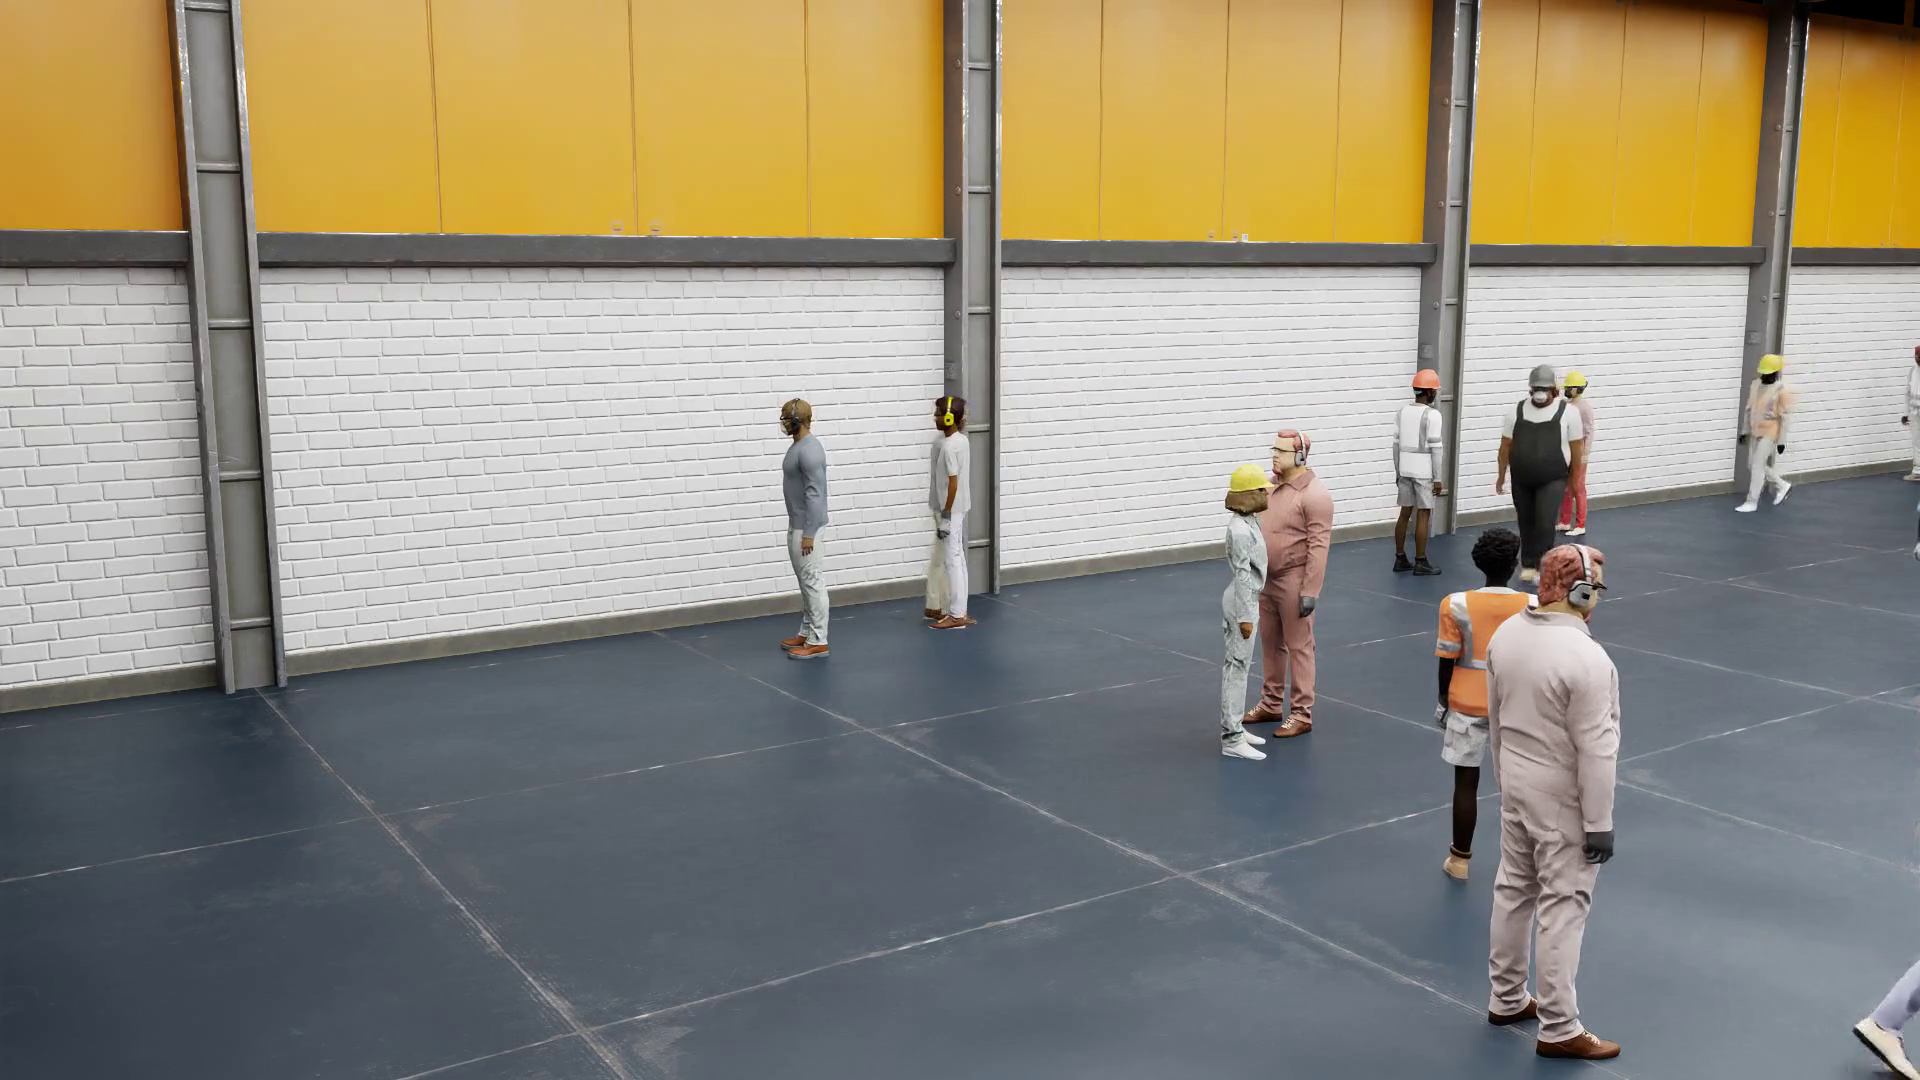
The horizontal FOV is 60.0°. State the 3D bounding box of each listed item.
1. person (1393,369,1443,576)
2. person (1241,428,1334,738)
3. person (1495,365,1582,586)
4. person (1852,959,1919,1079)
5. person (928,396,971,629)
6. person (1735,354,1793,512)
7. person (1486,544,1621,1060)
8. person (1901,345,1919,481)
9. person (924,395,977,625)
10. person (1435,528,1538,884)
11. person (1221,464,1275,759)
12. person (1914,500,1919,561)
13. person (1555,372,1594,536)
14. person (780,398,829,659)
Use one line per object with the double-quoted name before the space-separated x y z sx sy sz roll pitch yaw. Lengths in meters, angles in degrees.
"person" 4.333 -0.637 15.654 0.375 1.935 0.551 -6 11 -31
"person" 2.009 0.259 10.334 0.411 1.913 0.643 -5 10 -26
"person" 5.222 -0.600 15.125 0.700 2.000 0.761 6 11 34
"person" 3.673 1.105 5.846 0.843 1.712 0.560 0 9 0
"person" -0.085 -0.220 13.343 0.329 1.874 0.507 2 10 9
"person" 9.516 -1.252 19.525 0.696 1.878 0.673 -2 10 -11
"person" 2.221 0.955 6.175 0.409 1.904 0.640 -3 10 -16
"person" 12.889 -1.695 22.256 0.427 1.868 0.614 -2 10 -14
"person" -0.097 -0.244 13.511 0.361 1.873 0.523 -1 9 -5
"person" 2.493 0.784 7.808 0.537 1.699 0.321 2 10 12
"person" 1.705 0.416 9.893 0.287 1.746 0.487 2 10 11
"person" 7.314 0.062 12.223 0.542 1.680 0.608 6 11 32
"person" 6.588 -0.928 17.922 0.313 1.767 0.534 -3 10 -15
"person" -1.153 -0.089 12.356 0.351 1.936 0.634 -2 10 -13
